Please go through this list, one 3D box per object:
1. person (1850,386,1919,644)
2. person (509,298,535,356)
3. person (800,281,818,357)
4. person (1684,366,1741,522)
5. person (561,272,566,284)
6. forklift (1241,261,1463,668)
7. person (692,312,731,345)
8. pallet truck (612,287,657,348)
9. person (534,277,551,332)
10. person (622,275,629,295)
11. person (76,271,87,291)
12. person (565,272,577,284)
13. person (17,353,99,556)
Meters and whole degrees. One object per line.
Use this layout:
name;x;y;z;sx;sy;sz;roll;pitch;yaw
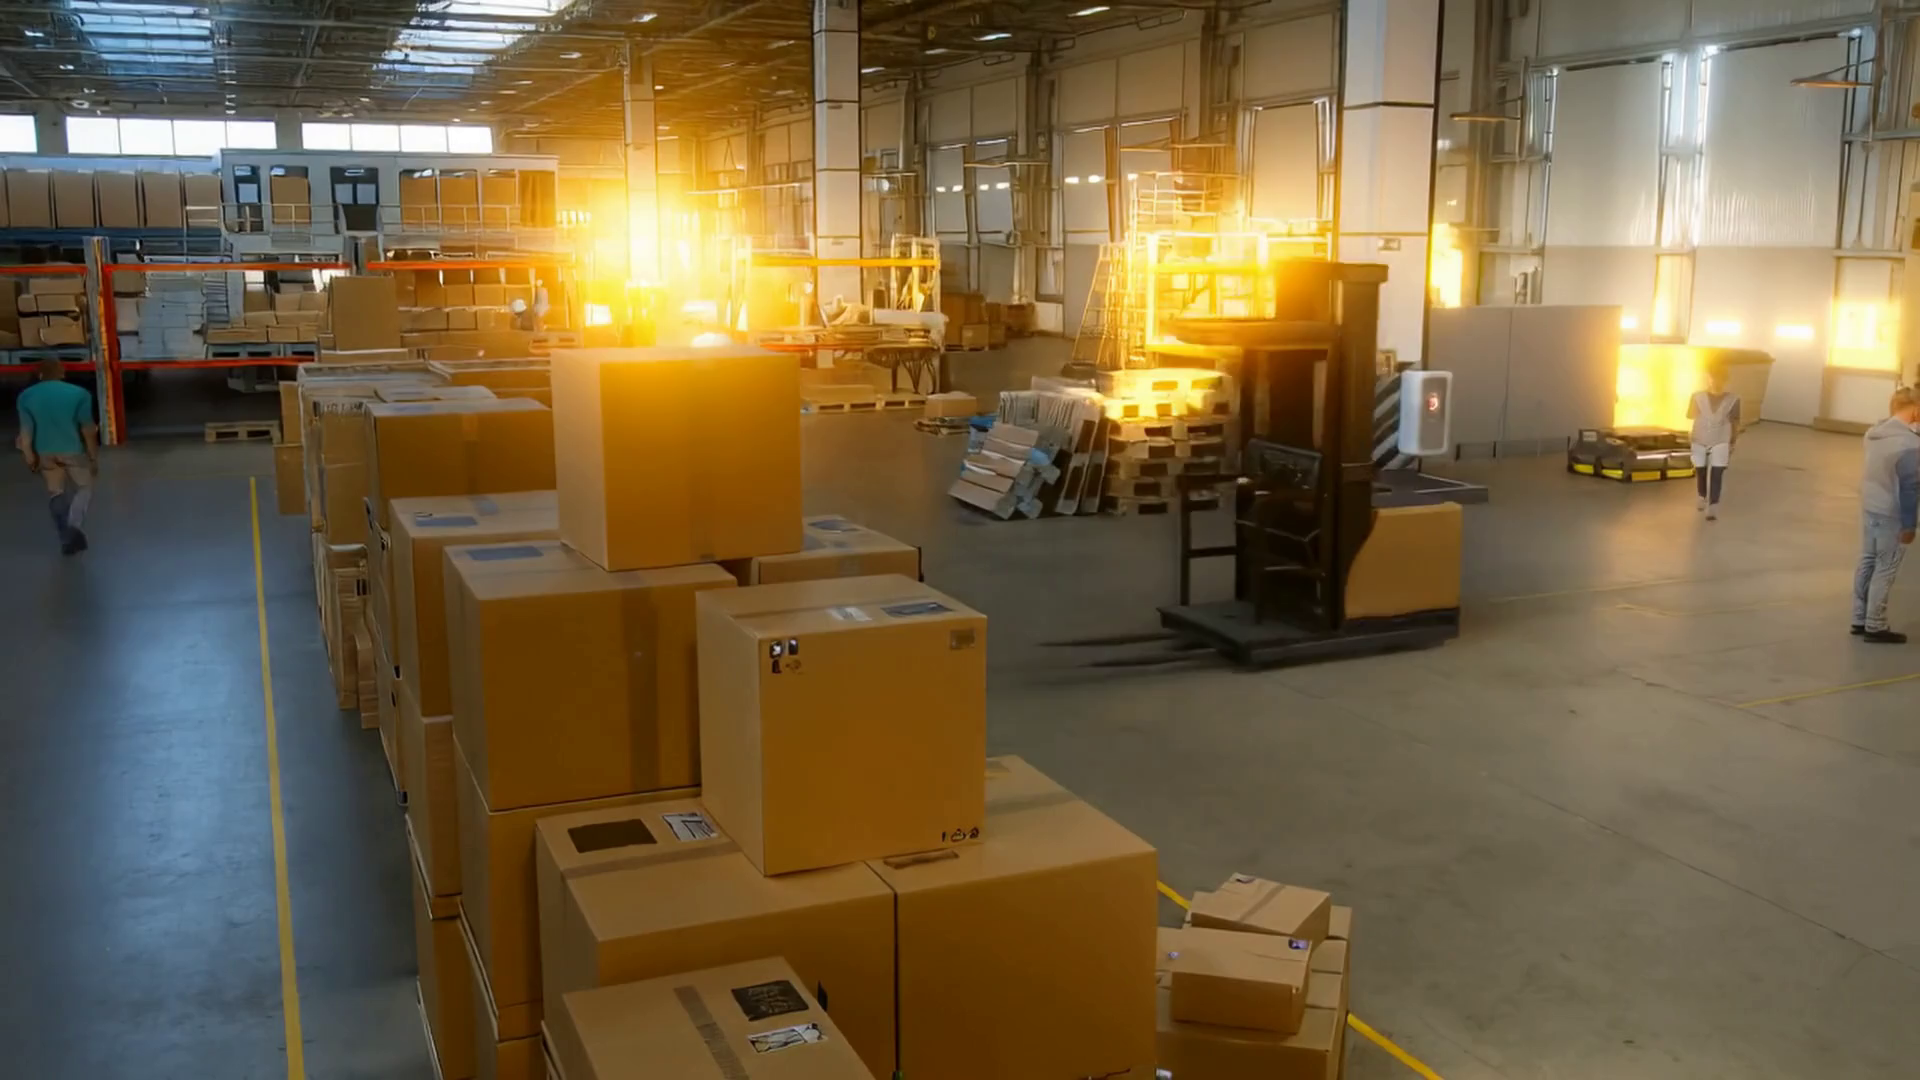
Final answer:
person;6.905;-0.186;12.354;0.387;1.927;0.639;0;10;1
person;-8.608;-3.821;32.605;0.429;1.846;0.627;6;12;28
person;-3.818;-5.593;42.129;0.589;1.930;0.360;7;12;34
person;8.063;-1.048;17.861;0.530;1.650;0.893;5;12;28
person;-15.006;-9.330;63.241;0.323;1.742;0.492;2;11;12
forklift;2.648;-0.622;12.115;1.873;2.768;1.129;-4;11;-23
person;-3.746;-2.497;25.156;0.591;1.904;0.817;-4;11;-20
pallet truck;-6.464;-4.406;35.401;0.823;1.965;1.885;6;12;32
person;-11.637;-6.353;46.299;0.375;1.935;0.550;7;12;34
person;-12.777;-9.674;64.722;0.677;1.902;0.945;-6;12;-31
person;-28.953;-7.917;54.839;0.366;1.967;0.602;-10;14;-44
person;-13.520;-8.453;58.182;0.578;1.832;0.983;2;10;11
person;-8.509;-0.803;15.724;0.660;1.929;0.419;-3;11;-16
